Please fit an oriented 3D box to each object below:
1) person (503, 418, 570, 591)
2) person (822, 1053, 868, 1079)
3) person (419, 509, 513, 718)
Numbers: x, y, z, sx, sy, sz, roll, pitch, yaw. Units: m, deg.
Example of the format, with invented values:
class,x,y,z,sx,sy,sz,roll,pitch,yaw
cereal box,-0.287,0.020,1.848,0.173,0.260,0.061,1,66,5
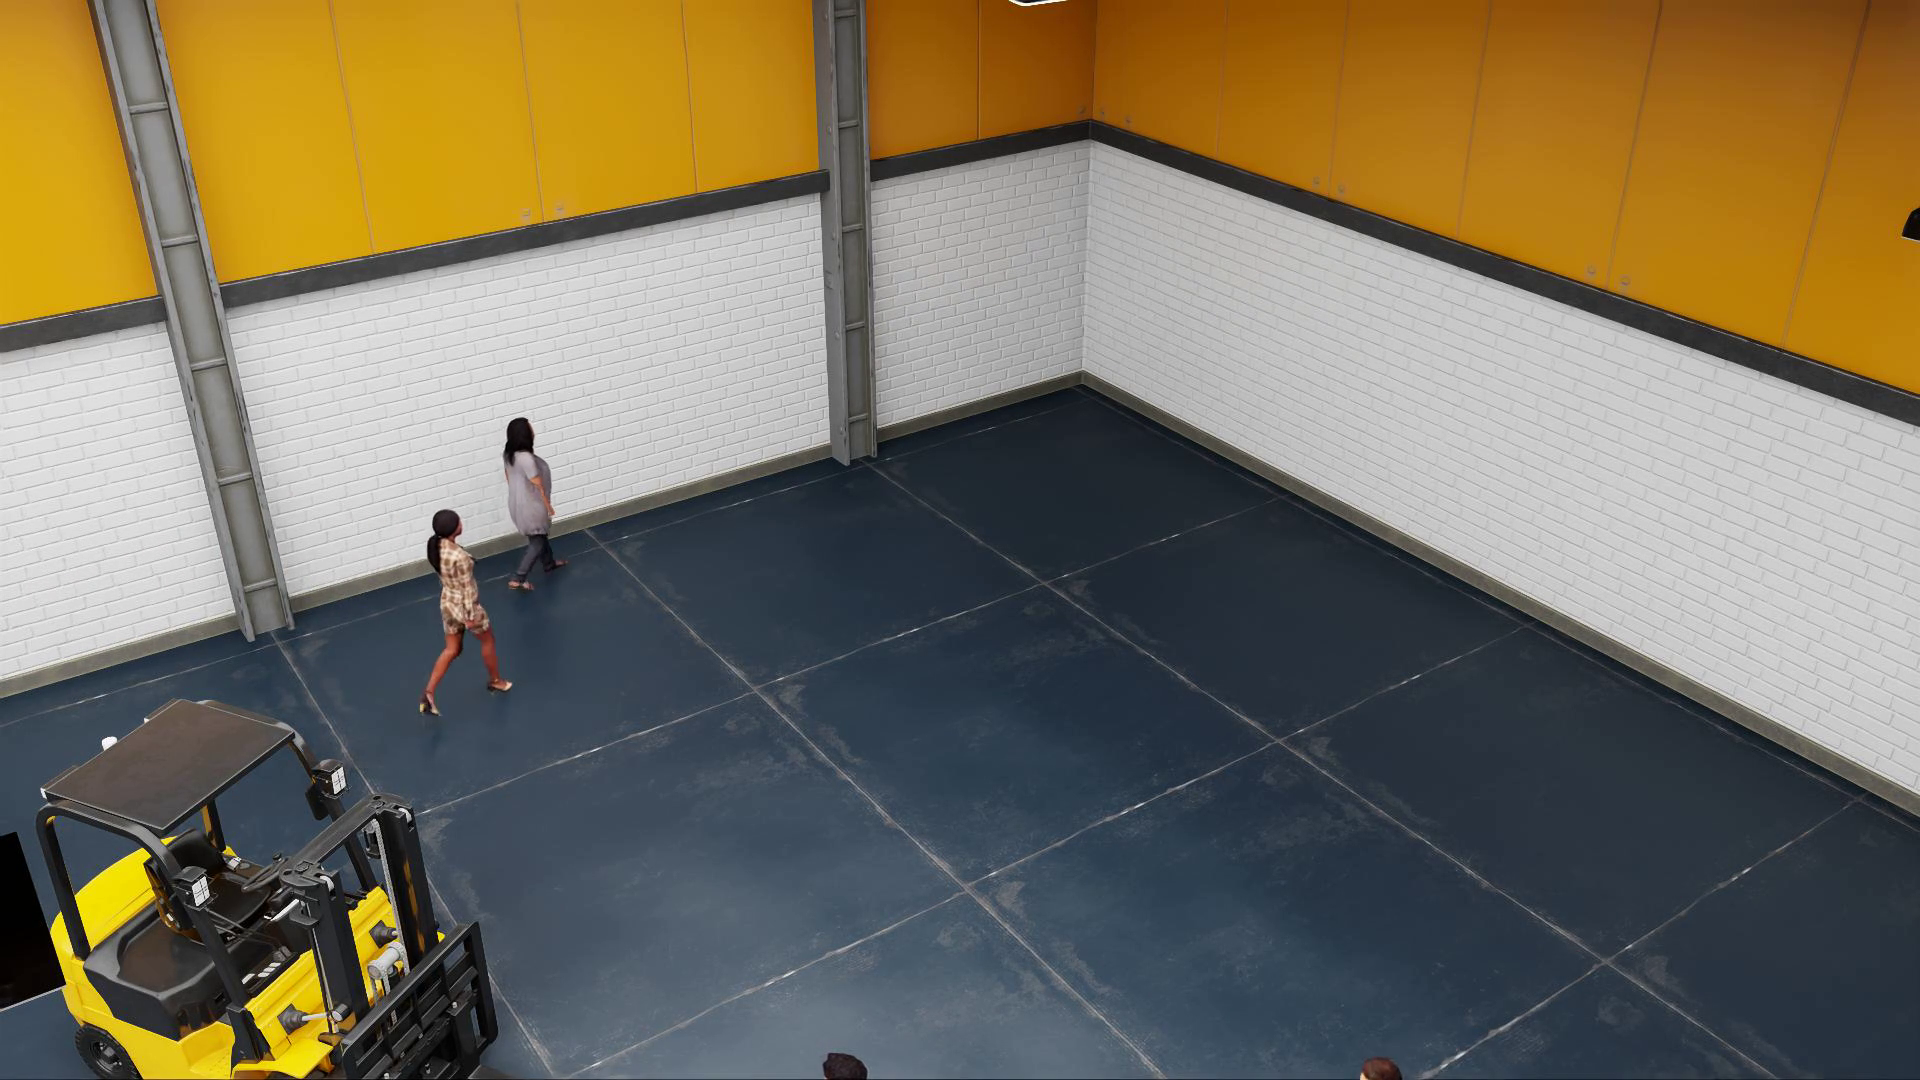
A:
class,x,y,z,sx,sy,sz,roll,pitch,yaw
person,-3.856,-0.296,14.748,0.925,1.589,0.676,-22,36,-35
person,-0.595,3.183,8.713,0.637,1.260,0.569,7,29,13
person,-3.950,0.600,12.922,0.764,1.764,1.120,22,35,34
